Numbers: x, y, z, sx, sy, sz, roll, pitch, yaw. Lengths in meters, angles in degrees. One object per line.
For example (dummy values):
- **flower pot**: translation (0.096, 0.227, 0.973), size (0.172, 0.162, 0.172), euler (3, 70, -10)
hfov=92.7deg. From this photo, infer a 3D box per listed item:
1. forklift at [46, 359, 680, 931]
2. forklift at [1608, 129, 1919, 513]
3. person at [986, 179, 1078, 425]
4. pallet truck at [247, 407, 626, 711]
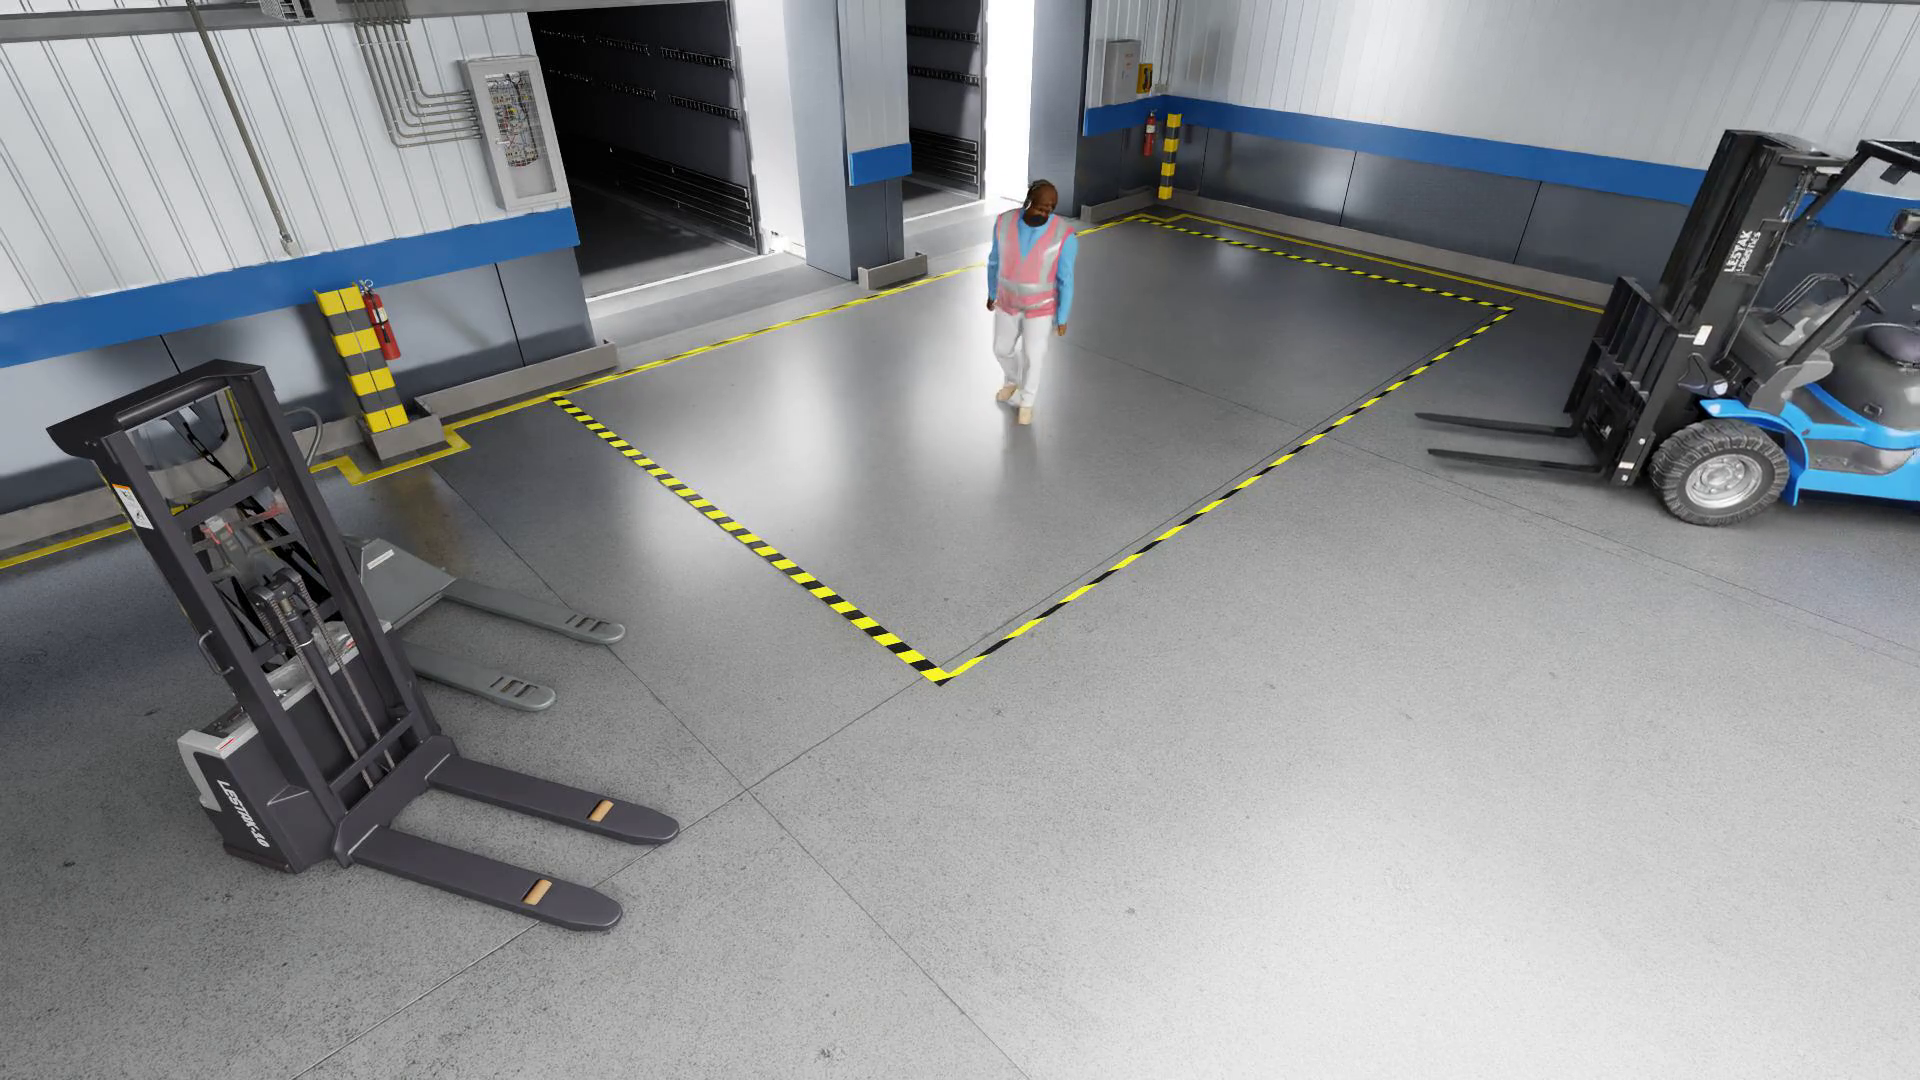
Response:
- **forklift**: translation (-2.135, 0.422, 3.354), size (1.885, 1.965, 0.823), euler (10, 35, 14)
- **forklift**: translation (5.648, -1.283, 5.545), size (2.680, 2.036, 1.157), euler (8, 35, 12)
- **person**: translation (0.519, -1.733, 6.699), size (0.683, 1.802, 0.618), euler (14, 37, 19)
- **pallet truck**: translation (-2.628, 0.038, 4.590), size (1.601, 1.201, 0.680), euler (12, 36, 18)
